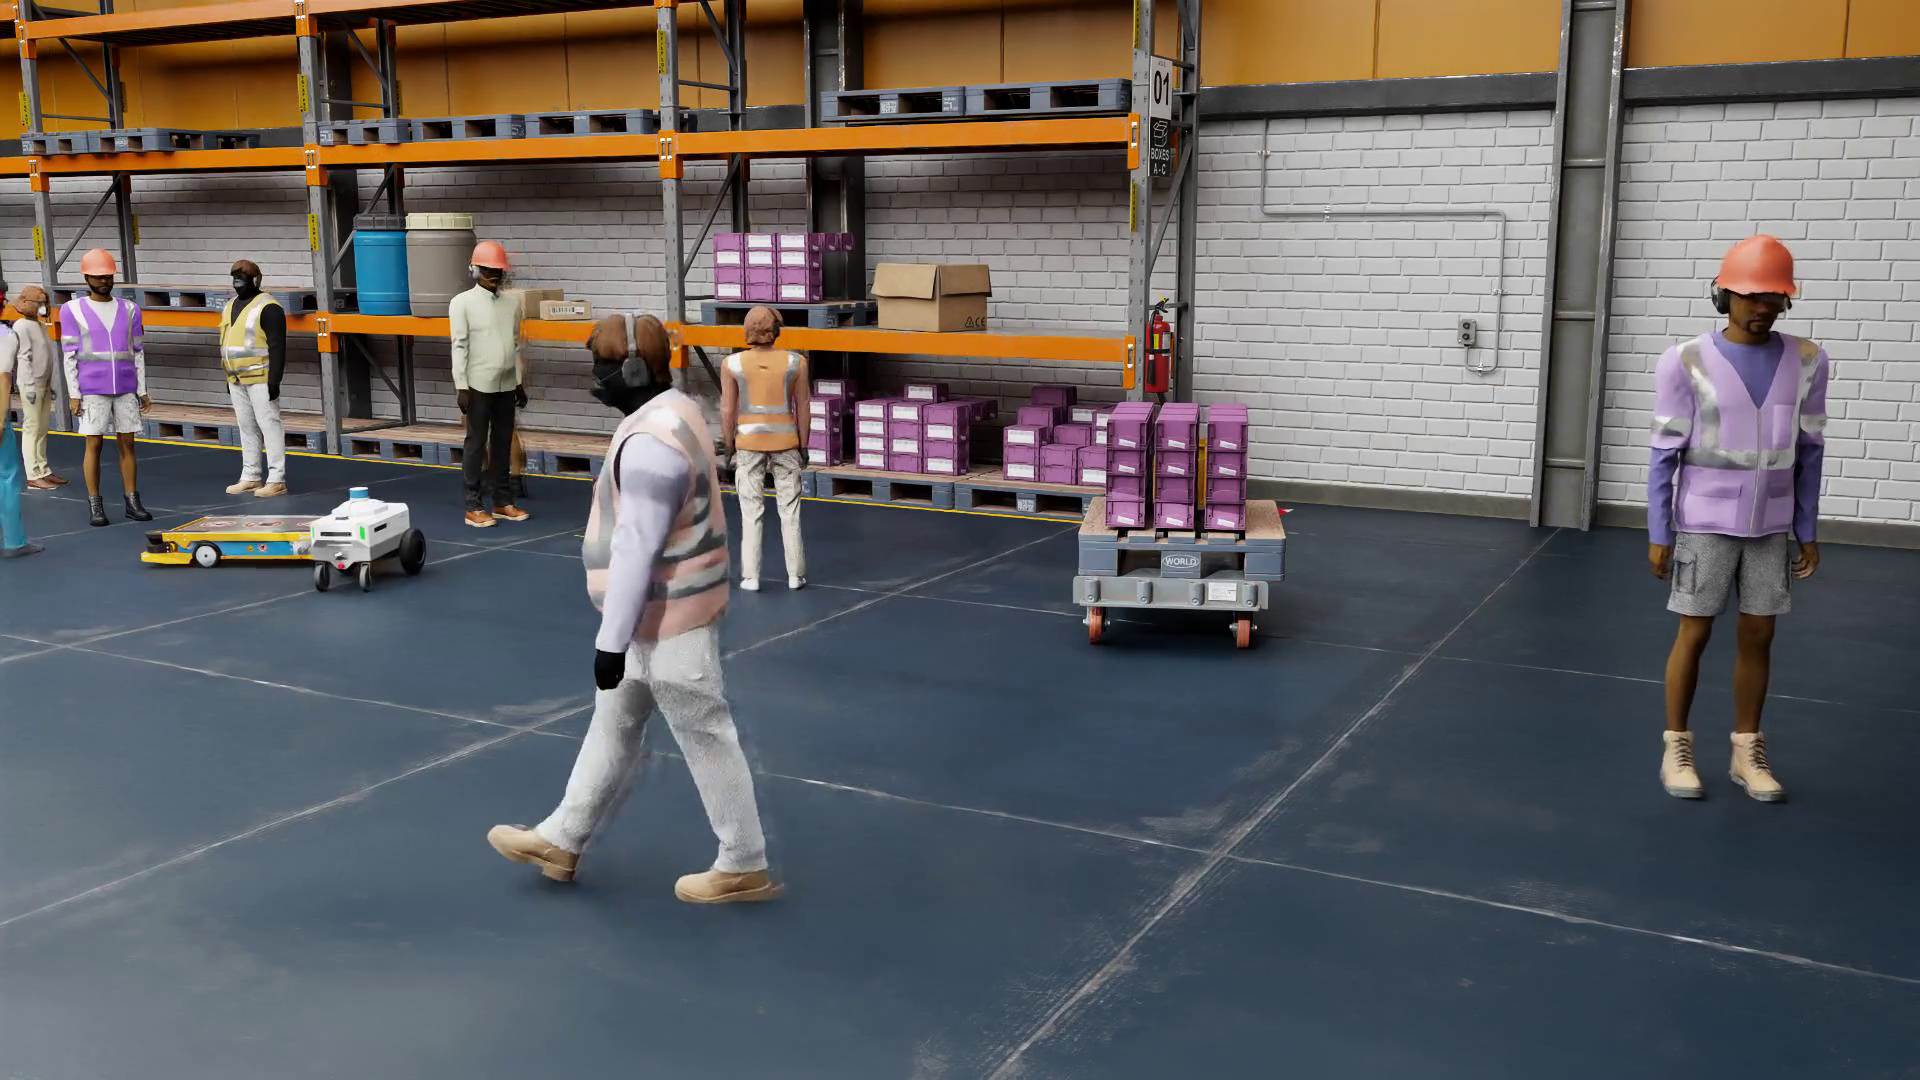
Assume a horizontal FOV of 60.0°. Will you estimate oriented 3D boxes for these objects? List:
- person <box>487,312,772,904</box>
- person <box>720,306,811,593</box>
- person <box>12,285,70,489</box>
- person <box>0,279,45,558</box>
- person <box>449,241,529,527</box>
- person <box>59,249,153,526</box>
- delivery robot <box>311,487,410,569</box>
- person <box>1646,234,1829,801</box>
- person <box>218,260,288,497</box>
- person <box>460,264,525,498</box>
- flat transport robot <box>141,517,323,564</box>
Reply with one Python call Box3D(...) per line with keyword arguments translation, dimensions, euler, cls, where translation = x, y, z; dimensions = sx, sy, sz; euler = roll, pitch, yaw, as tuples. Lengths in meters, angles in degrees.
Box3D(translation=(-1.019, 0.229, 4.982), dimensions=(0.940, 1.793, 0.648), euler=(-1, 10, -6), cls="person")
Box3D(translation=(-1.103, -0.509, 9.474), dimensions=(0.514, 1.636, 0.315), euler=(-2, 10, -9), cls="person")
Box3D(translation=(-7.448, -1.232, 13.439), dimensions=(0.278, 1.633, 0.498), euler=(-2, 11, -10), cls="person")
Box3D(translation=(-6.101, -0.717, 10.196), dimensions=(0.596, 1.797, 0.891), euler=(2, 11, 12), cls="person")
Box3D(translation=(-3.294, -1.096, 11.710), dimensions=(0.395, 1.990, 0.619), euler=(6, 12, 30), cls="person")
Box3D(translation=(-6.006, -1.073, 11.740), dimensions=(0.542, 1.938, 0.357), euler=(-10, 14, -44), cls="person")
Box3D(translation=(-3.511, -0.066, 9.755), dimensions=(0.477, 0.478, 0.707), euler=(1, 10, 3), cls="delivery robot")
Box3D(translation=(2.774, -0.062, 5.952), dimensions=(0.612, 2.031, 0.402), euler=(0, 10, 0), cls="person")
Box3D(translation=(-5.542, -1.260, 13.019), dimensions=(0.630, 1.846, 0.429), euler=(6, 12, 30), cls="person")
Box3D(translation=(-3.660, -1.269, 12.877), dimensions=(0.633, 1.909, 0.574), euler=(4, 11, 23), cls="person")
Box3D(translation=(-4.297, -0.010, 10.481), dimensions=(1.431, 0.197, 0.652), euler=(0, 10, -1), cls="flat transport robot")
